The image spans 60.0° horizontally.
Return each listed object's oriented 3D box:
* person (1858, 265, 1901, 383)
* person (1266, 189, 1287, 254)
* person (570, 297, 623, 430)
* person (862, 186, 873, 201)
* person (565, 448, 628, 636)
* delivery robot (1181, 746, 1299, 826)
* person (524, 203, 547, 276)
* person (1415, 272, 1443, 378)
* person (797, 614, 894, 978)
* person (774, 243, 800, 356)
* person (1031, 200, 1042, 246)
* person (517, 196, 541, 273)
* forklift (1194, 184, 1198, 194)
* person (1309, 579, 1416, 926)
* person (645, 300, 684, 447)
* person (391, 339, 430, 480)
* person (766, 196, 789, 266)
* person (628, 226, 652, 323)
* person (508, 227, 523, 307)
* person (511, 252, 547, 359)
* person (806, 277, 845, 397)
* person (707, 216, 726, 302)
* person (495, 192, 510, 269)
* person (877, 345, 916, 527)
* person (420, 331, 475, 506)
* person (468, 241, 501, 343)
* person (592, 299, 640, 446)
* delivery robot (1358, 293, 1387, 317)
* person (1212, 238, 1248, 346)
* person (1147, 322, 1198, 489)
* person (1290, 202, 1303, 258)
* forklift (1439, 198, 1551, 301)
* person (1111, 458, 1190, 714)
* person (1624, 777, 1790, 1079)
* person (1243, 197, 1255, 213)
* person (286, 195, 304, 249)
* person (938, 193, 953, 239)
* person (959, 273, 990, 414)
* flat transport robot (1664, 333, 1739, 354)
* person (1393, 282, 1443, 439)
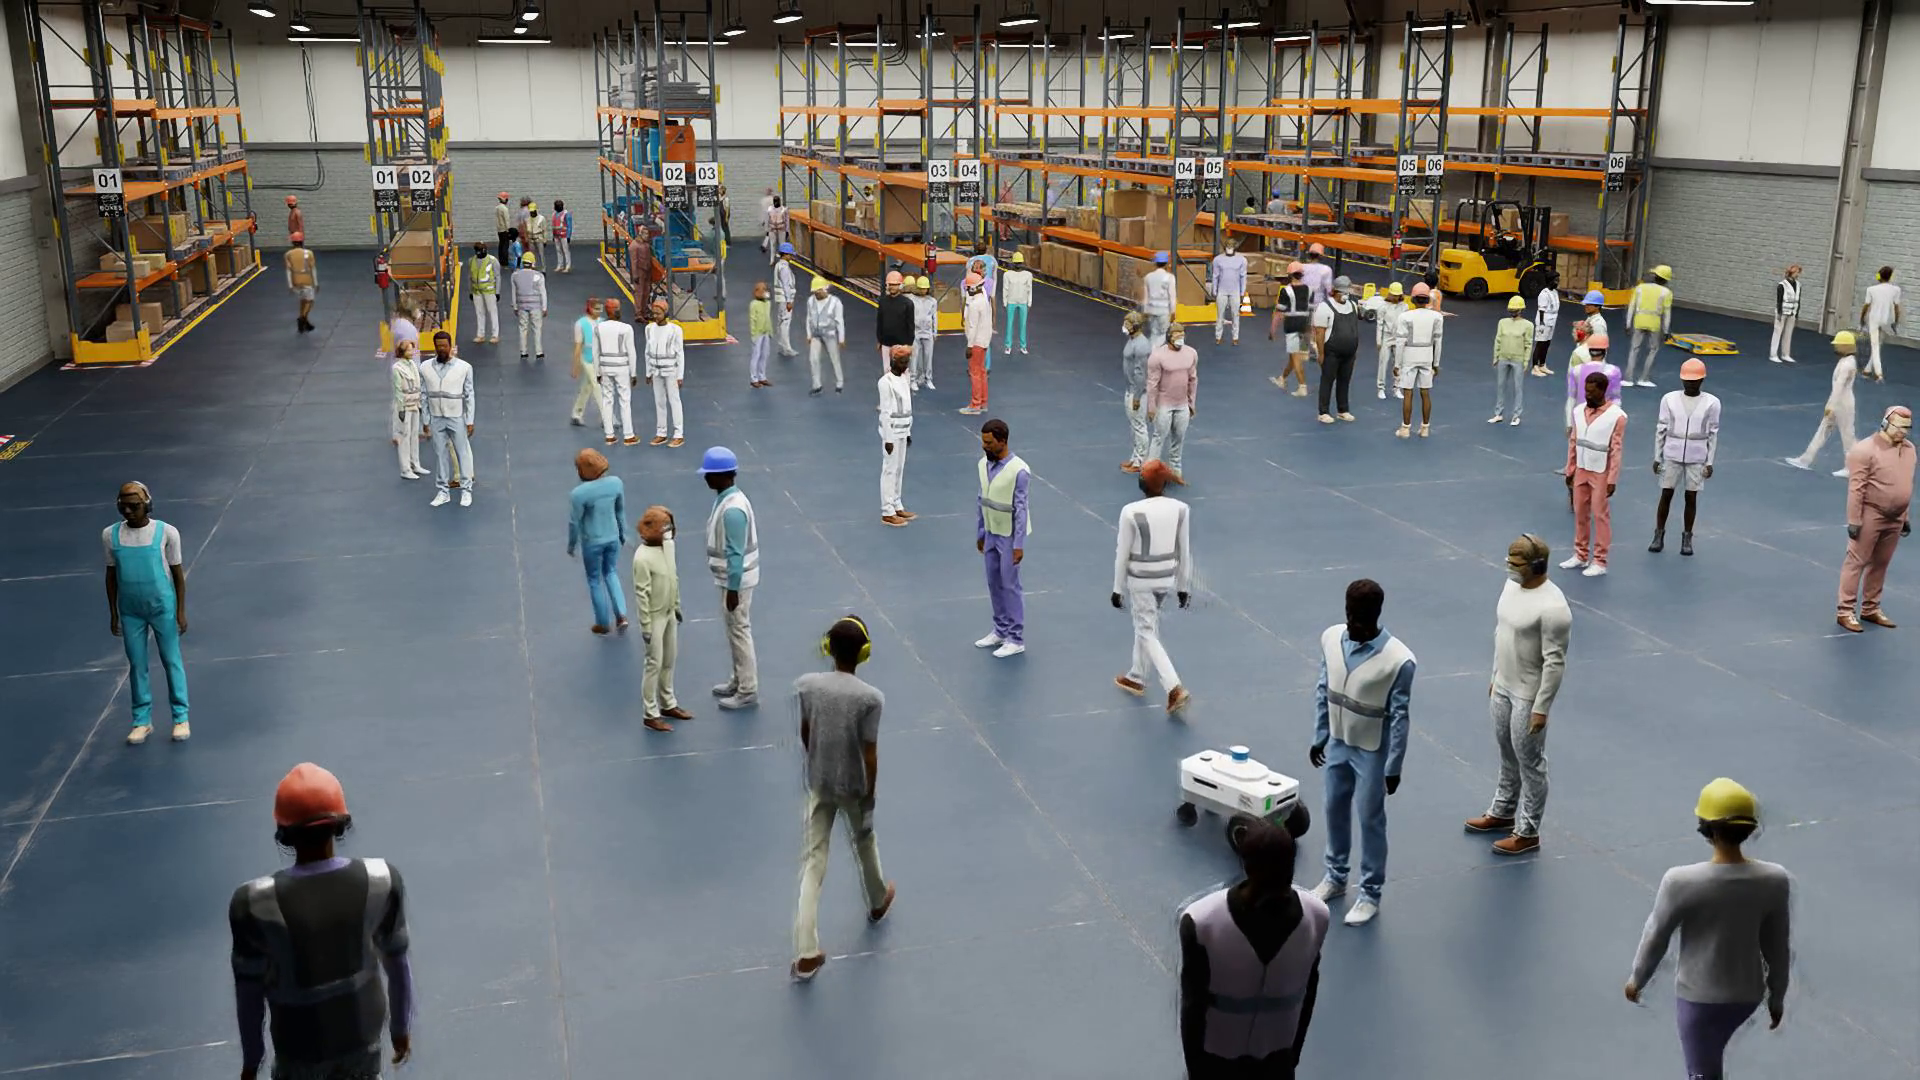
[{"bbox_3d":[14.465,-3.398,26.156,0.527,1.829,0.997,2,15,8],"label":"person"},{"bbox_3d":[8.716,-8.730,45.988,0.643,1.930,0.439,0,15,0],"label":"person"},{"bbox_3d":[-4.922,-2.370,22.360,1.014,1.782,0.580,7,16,25],"label":"person"},{"bbox_3d":[-2.700,-9.534,49.176,0.509,1.859,0.333,11,18,36],"label":"person"},{"bbox_3d":[-2.984,0.013,13.705,0.342,1.609,0.538,14,20,42],"label":"person"},{"bbox_3d":[1.678,1.484,10.020,0.477,0.478,0.707,-13,20,-41],"label":"delivery robot"},{"bbox_3d":[-10.623,-7.509,41.615,0.595,1.825,0.404,2,15,7],"label":"person"},{"bbox_3d":[7.467,-3.411,26.439,0.320,1.692,0.531,10,18,32],"label":"person"},{"bbox_3d":[-0.616,1.274,8.592,0.506,1.814,1.009,4,15,15],"label":"person"},{"bbox_3d":[-3.019,-4.160,28.779,0.394,1.943,0.602,-5,16,-17],"label":"person"},{"bbox_3d":[2.116,-8.678,46.459,0.515,1.591,0.876,-4,15,-15],"label":"person"},{"bbox_3d":[-10.855,-7.709,41.947,0.543,2.000,0.770,-13,20,-41],"label":"person"},{"bbox_3d":[7.392,-11.333,53.972,1.873,2.768,1.129,-4,15,-15],"label":"forklift"},{"bbox_3d":[2.166,1.117,8.987,0.409,1.910,0.591,-11,18,-36],"label":"person"},{"bbox_3d":[-3.769,-2.128,21.257,0.579,1.879,0.349,8,17,27],"label":"person"},{"bbox_3d":[-6.467,-1.538,19.498,0.305,1.637,0.522,2,15,6],"label":"person"},{"bbox_3d":[-4.862,-8.233,44.300,0.633,1.841,0.429,1,15,4],"label":"person"},{"bbox_3d":[-6.310,-5.286,33.120,0.401,1.894,0.654,5,16,19],"label":"person"},{"bbox_3d":[-9.455,-5.796,35.404,0.316,1.695,0.541,-7,16,-25],"label":"person"},{"bbox_3d":[-7.337,-3.995,28.395,0.596,1.826,0.403,1,15,2],"label":"person"},{"bbox_3d":[-2.041,-3.031,24.838,0.650,1.781,0.774,6,16,22],"label":"person"},{"bbox_3d":[-5.339,-6.149,36.378,0.397,1.900,0.798,-9,17,-30],"label":"person"},{"bbox_3d":[-11.898,-8.083,43.460,0.400,1.987,0.620,-12,19,-38],"label":"person"},{"bbox_3d":[-0.662,-1.098,17.365,0.354,1.887,0.573,5,16,17],"label":"person"},{"bbox_3d":[-5.582,-1.326,18.158,0.591,1.921,0.390,1,15,3],"label":"person"},{"bbox_3d":[-8.668,-4.509,30.286,0.633,1.841,0.428,4,15,13],"label":"person"},{"bbox_3d":[-4.415,-2.144,21.310,0.574,1.881,0.358,3,15,12],"label":"person"},{"bbox_3d":[8.338,-4.702,33.292,0.707,0.478,0.477,-4,16,-15],"label":"delivery robot"},{"bbox_3d":[4.845,-4.460,29.947,0.624,1.931,0.368,3,15,12],"label":"person"},{"bbox_3d":[2.405,-1.527,18.920,0.644,1.927,0.389,-8,17,-27],"label":"person"},{"bbox_3d":[8.774,-7.860,43.061,0.349,1.761,0.528,-10,18,-32],"label":"person"},{"bbox_3d":[11.913,-6.508,37.130,2.313,2.155,1.214,-4,15,-15],"label":"forklift"},{"bbox_3d":[1.428,0.326,12.076,0.571,1.856,0.890,-9,17,-30],"label":"person"},{"bbox_3d":[3.012,1.792,6.778,0.538,1.730,0.785,-3,15,-11],"label":"person"},{"bbox_3d":[8.049,-8.708,46.360,0.321,1.699,0.535,-5,16,-18],"label":"person"},{"bbox_3d":[-16.679,-7.645,41.791,0.376,1.996,0.612,-12,19,-38],"label":"person"},{"bbox_3d":[-0.454,-10.358,52.719,0.503,1.628,0.279,8,17,27],"label":"person"},{"bbox_3d":[0.223,-2.772,23.499,0.410,1.980,0.620,4,16,16],"label":"person"},{"bbox_3d":[13.104,-3.476,29.409,0.652,0.197,1.431,-1,15,-3],"label":"flat transport robot"},{"bbox_3d":[5.959,-2.335,21.724,0.615,2.039,0.386,-1,15,-5],"label":"person"}]
